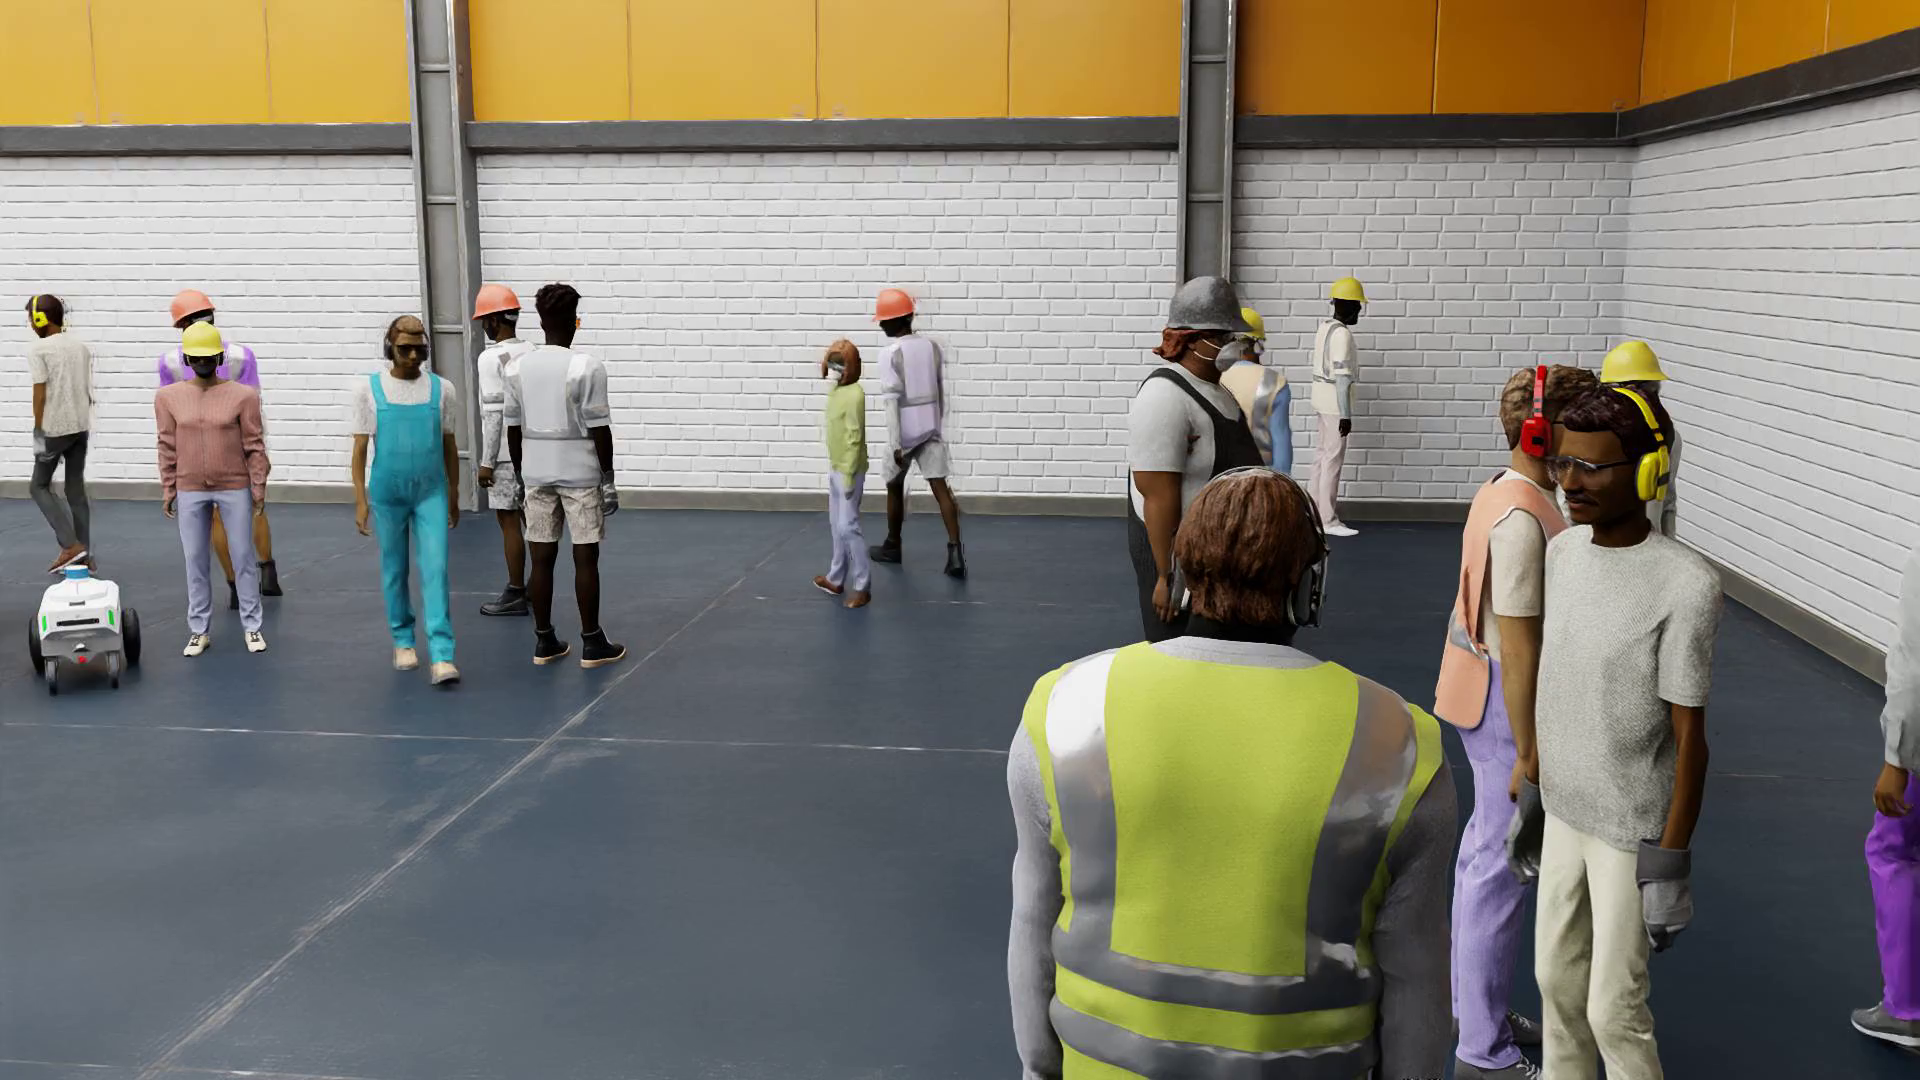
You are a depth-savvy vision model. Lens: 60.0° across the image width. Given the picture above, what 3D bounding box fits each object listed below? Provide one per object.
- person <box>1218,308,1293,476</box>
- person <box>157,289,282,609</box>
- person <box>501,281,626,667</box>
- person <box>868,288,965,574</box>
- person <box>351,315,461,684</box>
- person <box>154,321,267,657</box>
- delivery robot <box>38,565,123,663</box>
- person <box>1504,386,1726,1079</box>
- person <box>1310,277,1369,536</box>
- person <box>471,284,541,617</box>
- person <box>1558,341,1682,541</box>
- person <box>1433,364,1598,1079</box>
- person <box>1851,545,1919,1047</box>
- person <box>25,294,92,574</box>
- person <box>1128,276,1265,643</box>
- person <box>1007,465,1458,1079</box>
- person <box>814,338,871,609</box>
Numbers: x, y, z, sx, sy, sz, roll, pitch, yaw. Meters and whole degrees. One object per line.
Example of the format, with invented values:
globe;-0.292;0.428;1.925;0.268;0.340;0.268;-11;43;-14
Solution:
person;1.515;-0.339;8.989;0.602;1.816;0.446;5;11;27
person;-4.404;-0.531;9.883;0.588;1.890;0.458;-4;11;-20
person;-2.020;-0.327;8.491;0.604;1.967;0.367;3;10;17
person;-0.278;-0.712;10.967;0.629;1.877;1.000;-7;12;-34
person;-2.709;-0.194;8.192;0.526;1.806;0.839;-4;11;-24
person;-3.911;-0.261;8.720;0.524;1.761;0.341;-3;10;-14
delivery robot;-4.375;0.370;8.277;0.477;0.478;0.707;-5;11;-25
person;1.332;0.605;3.479;0.328;1.860;0.515;-3;10;-15
person;2.827;-0.996;12.444;0.382;1.923;0.593;0;10;-2
person;-2.632;-0.518;9.688;0.364;1.933;0.543;3;10;18
person;2.626;0.094;6.648;0.533;1.772;0.296;-2;10;-12
person;1.407;0.475;4.243;0.389;1.848;0.563;3;10;15
person;2.610;0.516;4.307;0.590;1.735;0.522;0;10;-1
person;-5.883;-0.680;10.876;0.451;1.836;0.558;3;10;18
person;0.890;0.056;6.089;0.535;2.000;0.688;4;11;23
person;0.382;0.804;2.433;0.633;1.830;0.429;2;10;14
person;-0.719;-0.421;10.039;0.286;1.609;0.720;-3;10;-17
